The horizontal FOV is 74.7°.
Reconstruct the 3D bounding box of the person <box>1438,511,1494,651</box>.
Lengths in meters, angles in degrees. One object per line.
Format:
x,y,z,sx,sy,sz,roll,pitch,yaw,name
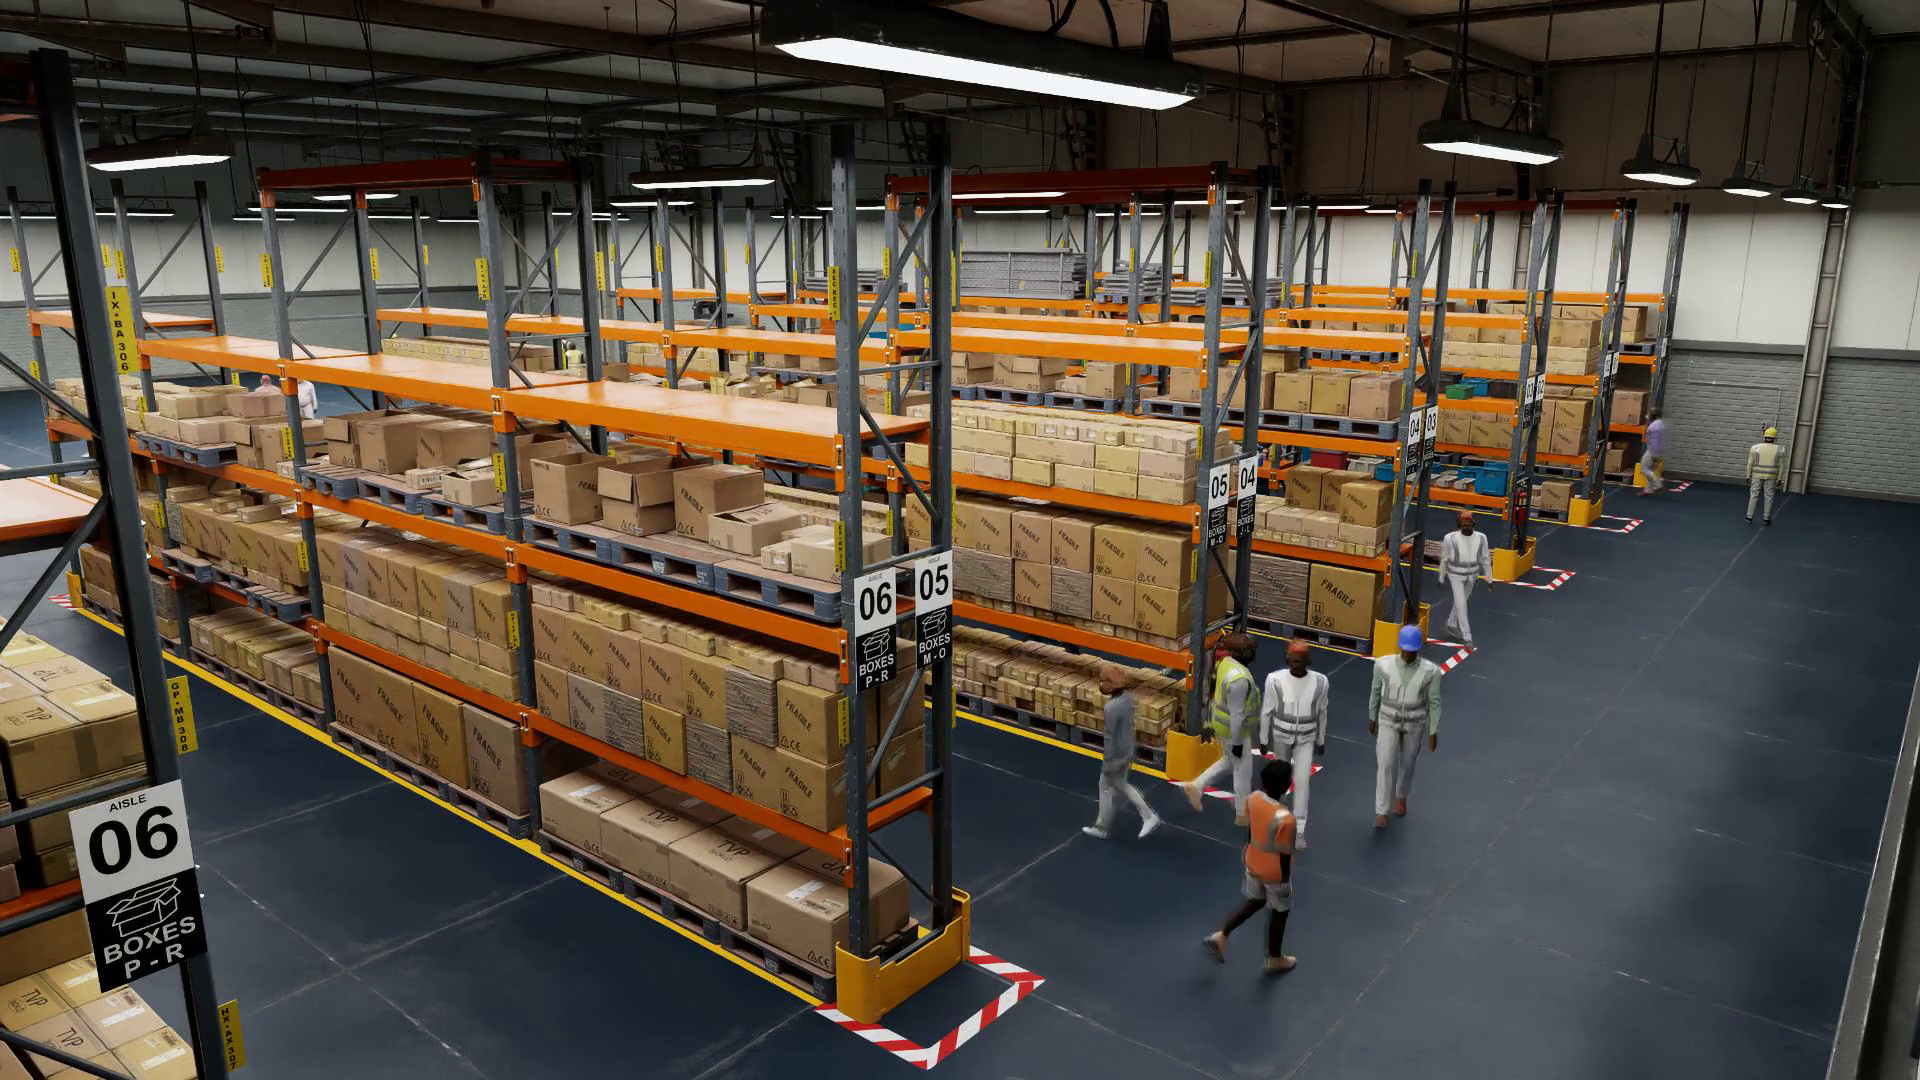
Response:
6.721,0.502,16.748,0.659,1.837,0.966,-1,14,-3,person

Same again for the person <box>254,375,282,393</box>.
-17.758,-3.301,32.345,0.659,1.853,1.025,-13,19,-42,person

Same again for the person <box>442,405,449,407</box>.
-10.702,-1.895,26.425,0.394,1.920,0.587,11,17,38,person

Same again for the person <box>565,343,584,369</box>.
-13.088,-5.777,42.692,0.638,1.784,0.982,-8,16,-30,person

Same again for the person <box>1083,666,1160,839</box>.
1.477,1.932,11.342,0.642,1.603,0.555,7,15,26,person

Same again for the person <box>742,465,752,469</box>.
-3.462,-0.325,20.197,0.580,1.817,0.599,13,19,42,person

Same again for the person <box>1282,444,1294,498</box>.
6.710,-1.715,25.582,0.367,1.967,0.606,8,16,30,person

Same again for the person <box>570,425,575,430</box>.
-10.246,-3.387,33.215,0.511,1.607,0.808,-11,18,-39,person

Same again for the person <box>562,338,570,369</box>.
-14.713,-6.816,46.898,0.514,1.814,0.820,-10,17,-35,person

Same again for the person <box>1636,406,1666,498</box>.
14.355,-1.809,26.070,0.480,1.920,0.652,9,17,34,person

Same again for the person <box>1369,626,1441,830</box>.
4.065,1.724,11.552,0.632,1.901,0.965,5,14,19,person

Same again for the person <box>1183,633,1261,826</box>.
2.490,1.746,11.696,0.703,1.818,0.654,0,14,2,person

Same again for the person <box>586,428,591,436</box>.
-7.506,-1.743,26.104,0.600,1.784,0.954,9,16,33,person

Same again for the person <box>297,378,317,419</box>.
-17.185,-3.451,32.922,0.652,1.875,0.736,-5,14,-19,person

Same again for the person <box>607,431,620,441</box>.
-6.765,-1.359,24.188,0.551,1.933,0.377,-13,19,-43,person

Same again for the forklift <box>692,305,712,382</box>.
-9.511,-7.392,47.124,1.873,2.768,1.129,11,17,38,forklift

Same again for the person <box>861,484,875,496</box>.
-1.876,-1.486,25.104,0.530,1.754,0.388,-9,16,-31,person

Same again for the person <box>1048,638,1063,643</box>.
1.158,0.550,16.984,0.511,1.613,0.561,-11,17,-38,person

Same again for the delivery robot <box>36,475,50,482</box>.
-19.123,-1.159,26.134,0.477,0.478,0.707,12,18,41,delivery robot

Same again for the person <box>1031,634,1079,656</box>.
1.198,0.722,15.535,0.615,1.997,1.051,-13,19,-43,person

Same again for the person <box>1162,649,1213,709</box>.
2.705,0.988,14.590,0.605,1.908,0.667,-11,17,-37,person

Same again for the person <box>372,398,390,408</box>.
-16.544,-4.140,36.048,0.546,1.740,0.760,1,14,2,person

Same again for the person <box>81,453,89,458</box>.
-21.149,-2.981,31.039,1.005,1.861,0.662,-7,15,-27,person

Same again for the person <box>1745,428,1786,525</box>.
15.211,-1.213,23.801,0.600,1.832,0.404,8,16,30,person

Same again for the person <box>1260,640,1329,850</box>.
3.040,1.771,11.521,0.595,1.854,0.919,2,14,10,person

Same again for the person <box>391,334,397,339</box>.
-21.072,-6.832,47.059,0.331,1.765,0.533,7,15,26,person

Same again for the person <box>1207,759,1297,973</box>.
2.195,2.407,9.223,0.637,1.680,0.535,-5,15,-19,person
